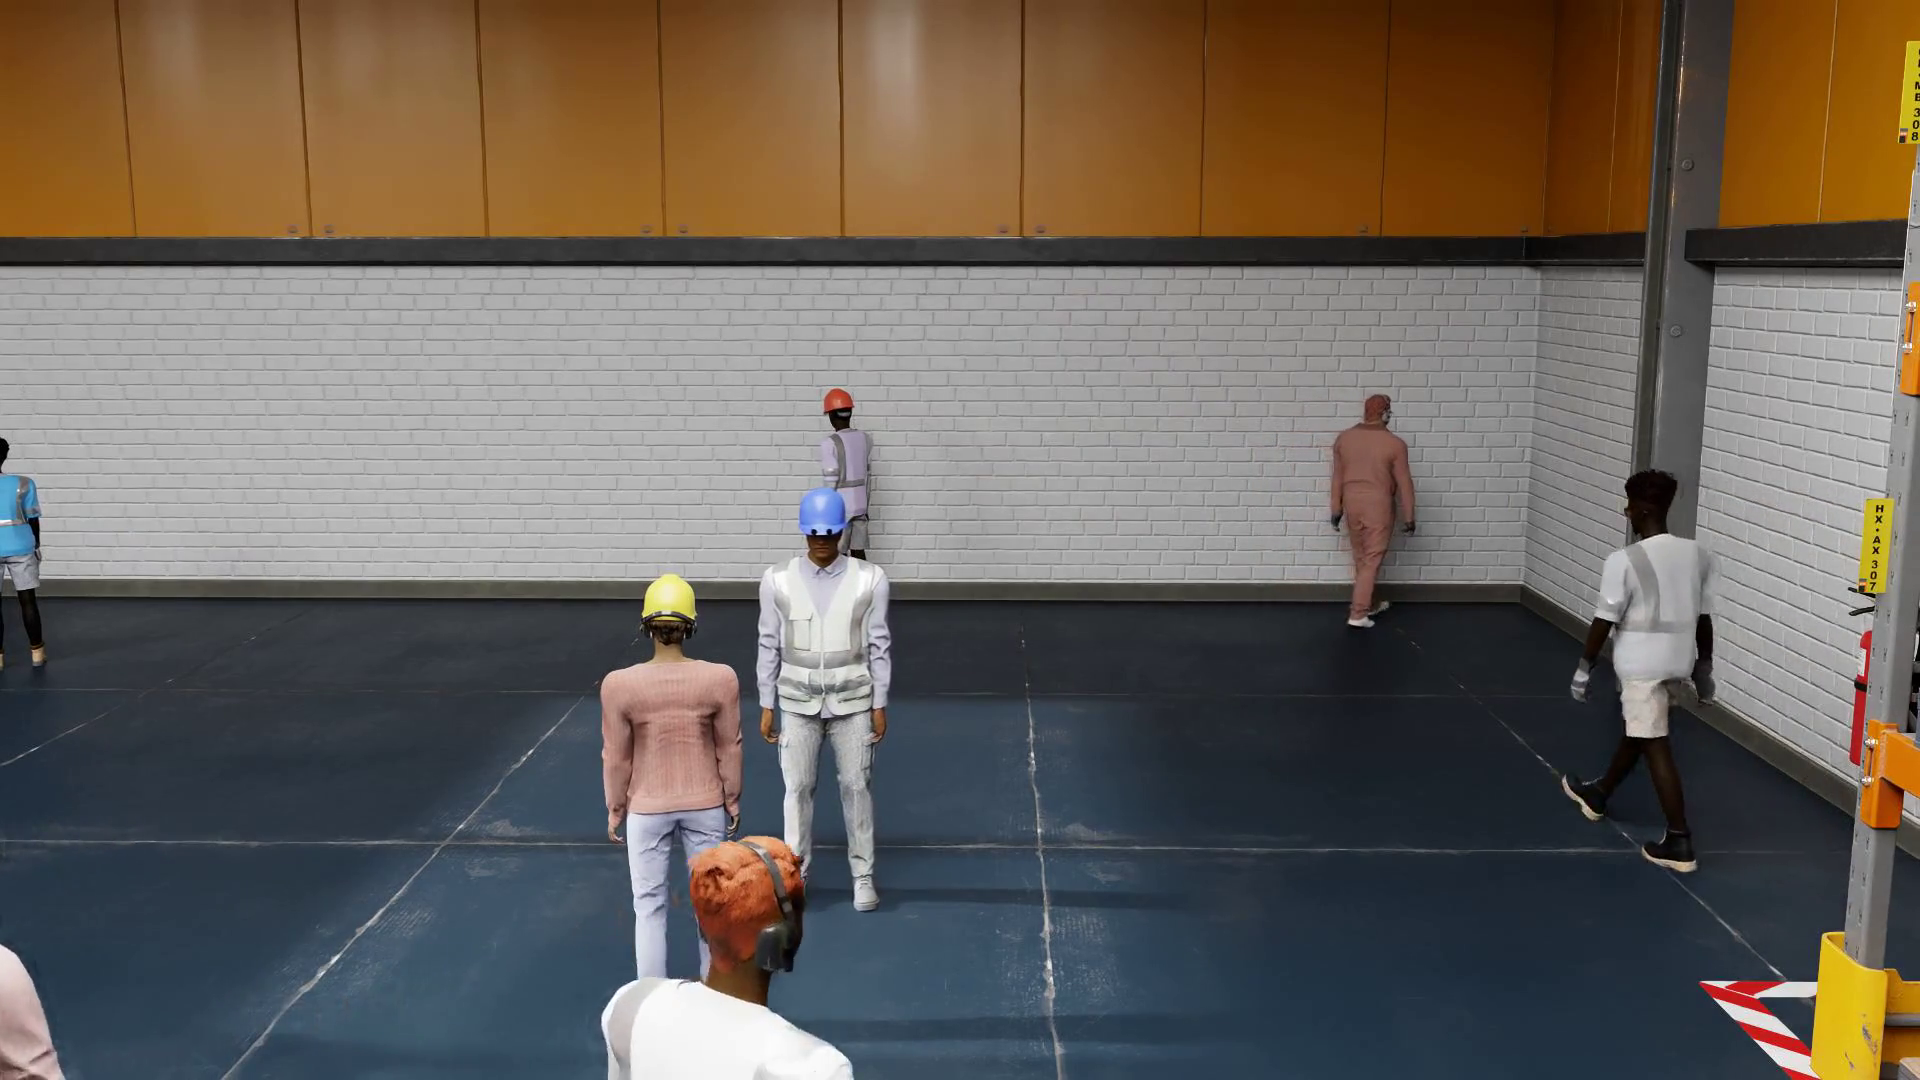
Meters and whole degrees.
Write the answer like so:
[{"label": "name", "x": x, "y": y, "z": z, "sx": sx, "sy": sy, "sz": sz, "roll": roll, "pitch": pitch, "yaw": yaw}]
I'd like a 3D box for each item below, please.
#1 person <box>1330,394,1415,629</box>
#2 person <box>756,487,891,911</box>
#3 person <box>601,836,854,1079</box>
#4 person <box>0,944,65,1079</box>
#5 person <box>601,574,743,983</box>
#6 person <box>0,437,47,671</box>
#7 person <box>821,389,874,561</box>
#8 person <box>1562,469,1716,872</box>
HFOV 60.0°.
[{"label": "person", "x": 3.361, "y": -0.237, "z": 13.392, "sx": 0.821, "sy": 1.868, "sz": 0.671, "roll": -9, "pitch": 13, "yaw": -43}, {"label": "person", "x": -0.613, "y": 0.720, "z": 7.464, "sx": 0.605, "sy": 1.938, "sz": 0.411, "roll": 0, "pitch": 9, "yaw": 0}, {"label": "person", "x": -0.395, "y": 1.469, "z": 3.194, "sx": 0.603, "sy": 1.862, "sz": 0.565, "roll": 7, "pitch": 12, "yaw": 36}, {"label": "person", "x": -2.260, "y": 1.435, "z": 3.769, "sx": 0.544, "sy": 1.735, "sz": 0.490, "roll": 4, "pitch": 10, "yaw": 21}, {"label": "person", "x": -1.079, "y": 1.004, "z": 6.280, "sx": 0.527, "sy": 1.768, "sz": 0.314, "roll": -3, "pitch": 10, "yaw": -15}, {"label": "person", "x": -6.869, "y": 0.093, "z": 11.939, "sx": 0.530, "sy": 1.697, "sz": 0.322, "roll": -7, "pitch": 12, "yaw": -35}, {"label": "person", "x": -0.930, "y": -0.235, "z": 13.215, "sx": 0.374, "sy": 1.929, "sz": 0.542, "roll": 8, "pitch": 12, "yaw": 38}, {"label": "person", "x": 3.347, "y": 0.601, "z": 8.261, "sx": 0.634, "sy": 1.903, "sz": 1.052, "roll": -4, "pitch": 10, "yaw": -24}]
